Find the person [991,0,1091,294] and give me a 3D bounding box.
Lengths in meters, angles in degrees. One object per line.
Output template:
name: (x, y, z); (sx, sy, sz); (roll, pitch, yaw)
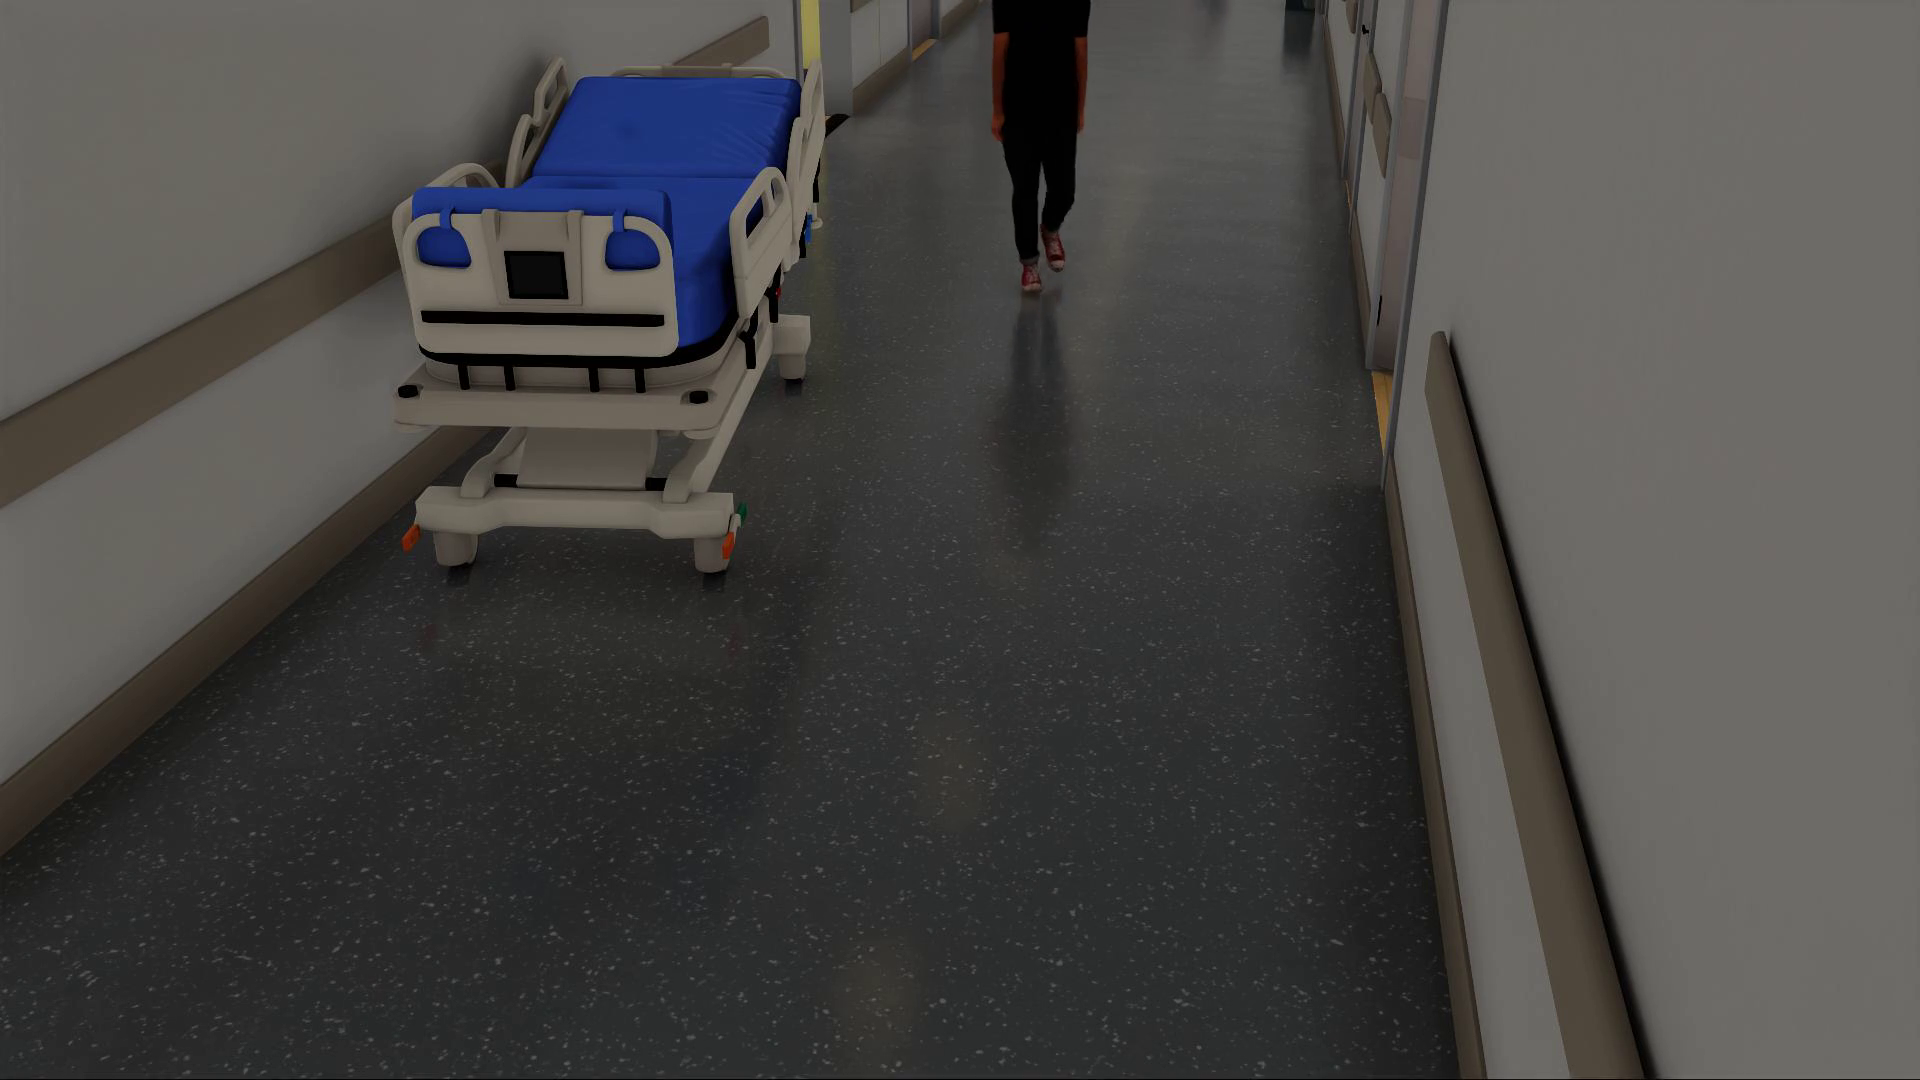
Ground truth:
person: (0.366, -2.093, 8.034); (0.762, 1.744, 0.782); (-2, 26, -4)
